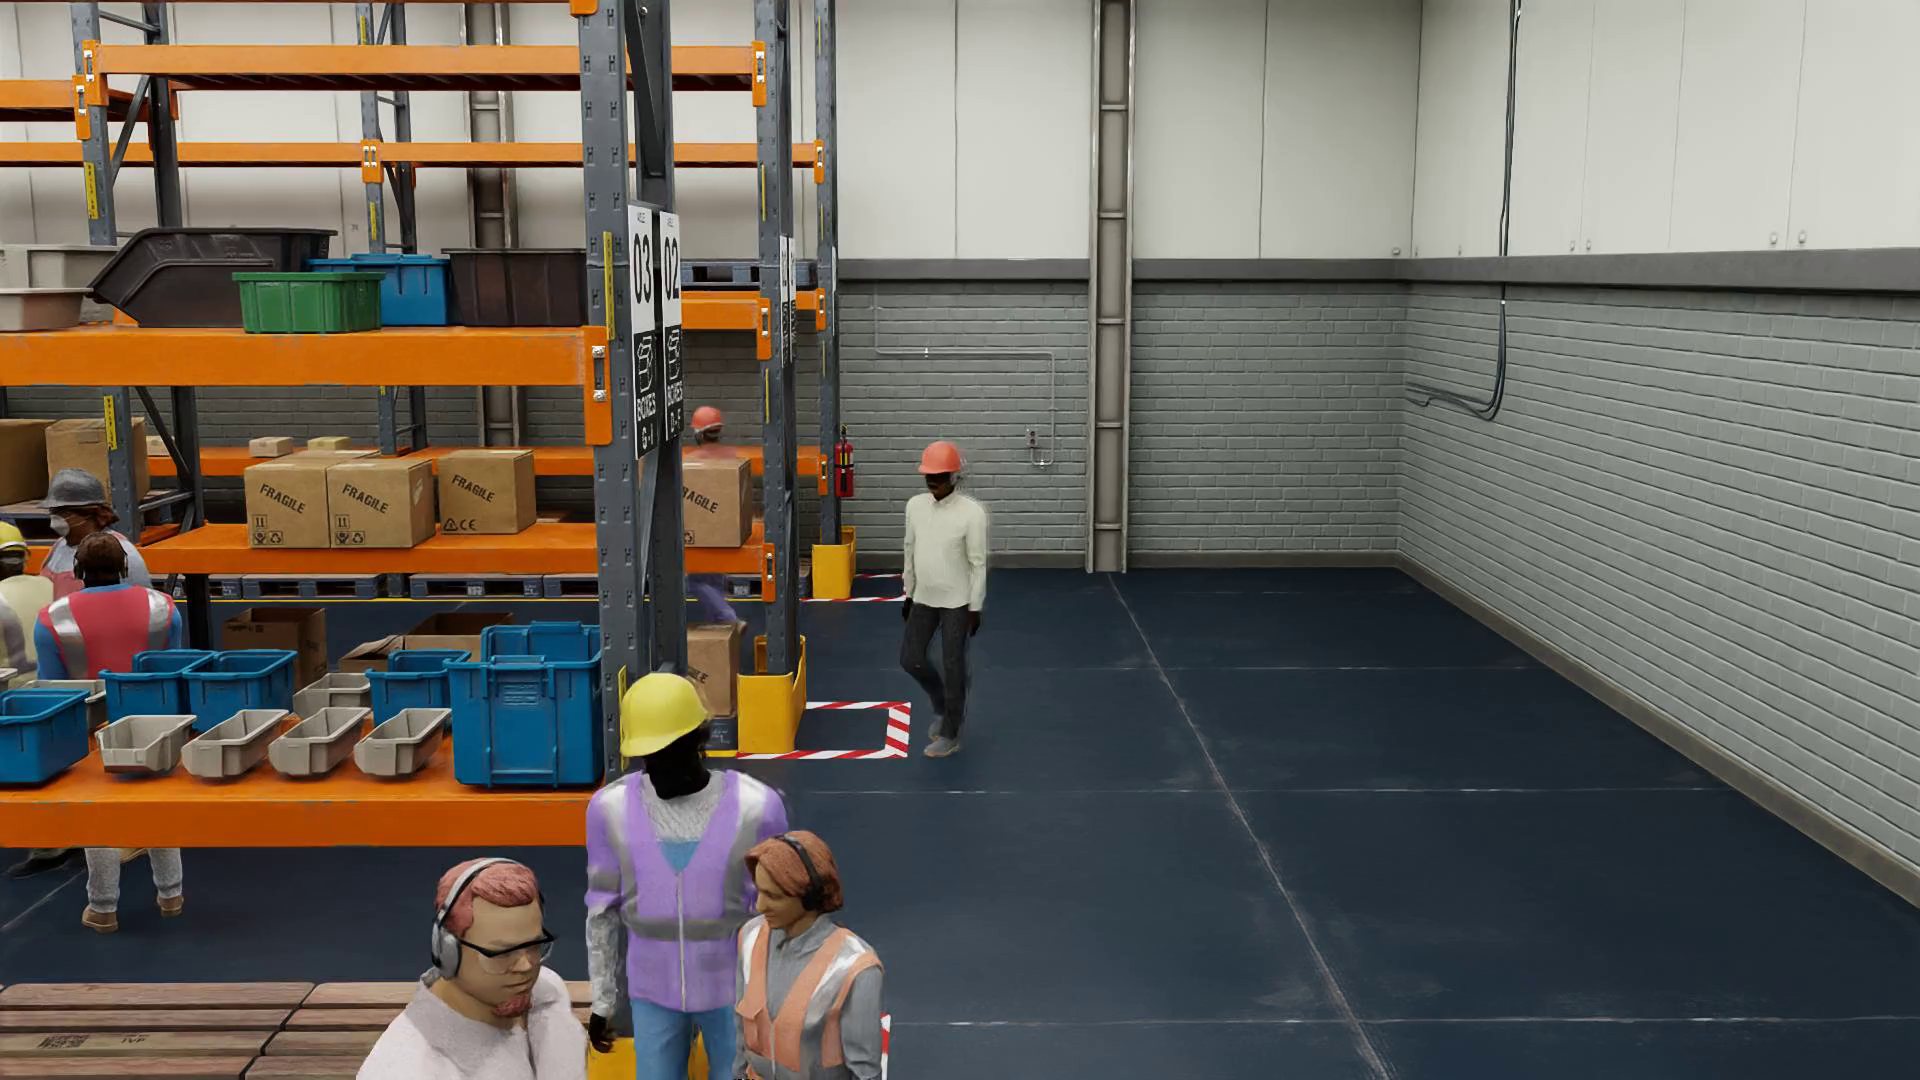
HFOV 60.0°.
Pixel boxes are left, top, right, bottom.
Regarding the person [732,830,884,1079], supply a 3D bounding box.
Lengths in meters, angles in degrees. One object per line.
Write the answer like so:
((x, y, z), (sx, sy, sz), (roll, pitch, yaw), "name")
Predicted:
((-0.383, 1.532, 4.291), (0.528, 1.630, 0.314), (8, 12, 41), "person")

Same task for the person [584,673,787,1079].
((-0.781, 1.299, 4.923), (0.645, 1.904, 0.536), (0, 9, 1), "person")

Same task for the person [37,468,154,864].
((-4.461, 0.642, 8.486), (0.673, 2.000, 0.536), (6, 11, 32), "person")

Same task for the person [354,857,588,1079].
((-0.911, 1.551, 3.332), (0.400, 1.905, 0.644), (3, 10, 17), "person")

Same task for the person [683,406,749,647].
((-1.879, -0.053, 12.943), (0.679, 1.975, 0.634), (7, 12, 38), "person")

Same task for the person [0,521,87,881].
((-4.669, 0.804, 8.257), (0.427, 1.807, 0.612), (2, 9, 12), "person")

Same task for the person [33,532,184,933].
((-3.896, 0.874, 7.672), (0.630, 1.842, 0.429), (-8, 12, -39), "person")

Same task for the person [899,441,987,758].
((-0.116, 0.369, 10.337), (0.644, 1.980, 0.433), (6, 11, 35), "person")
